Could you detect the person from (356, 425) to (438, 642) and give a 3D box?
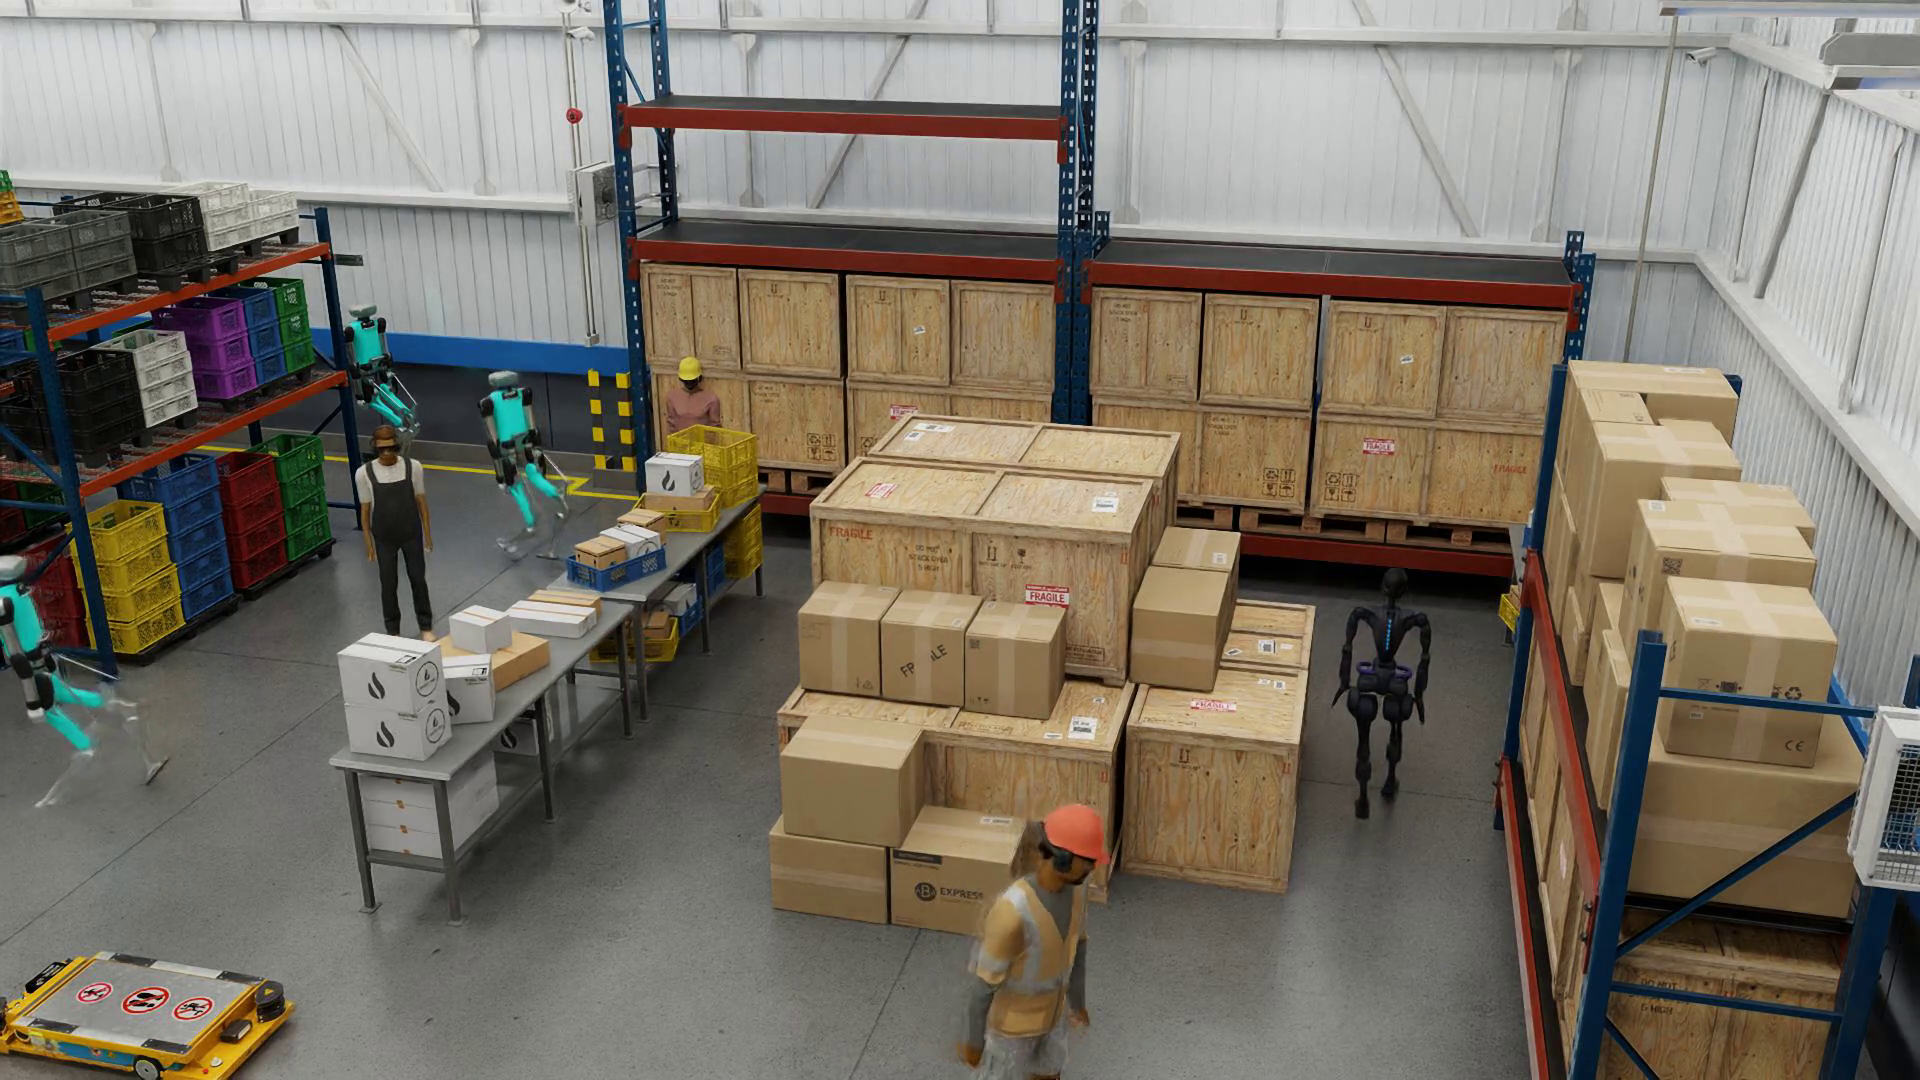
[{"bbox_3d":[-4.359,-0.018,12.910,0.502,1.835,0.340,-10,23,-24],"label":"person"}]

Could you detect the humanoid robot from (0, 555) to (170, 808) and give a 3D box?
[{"bbox_3d":[-5.596,0.902,10.686,0.989,1.773,0.539,-7,22,-17],"label":"humanoid robot"}]

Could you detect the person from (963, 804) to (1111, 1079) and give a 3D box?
[{"bbox_3d":[0.254,2.038,7.308,0.709,1.991,0.686,18,27,39],"label":"person"}]

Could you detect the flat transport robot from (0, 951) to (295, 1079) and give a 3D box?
[{"bbox_3d":[-4.270,2.464,8.601,1.431,0.231,0.659,5,22,13],"label":"flat transport robot"}]

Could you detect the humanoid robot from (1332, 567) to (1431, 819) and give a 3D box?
[{"bbox_3d":[2.688,0.940,10.628,0.585,1.642,0.535,5,21,13],"label":"humanoid robot"}]

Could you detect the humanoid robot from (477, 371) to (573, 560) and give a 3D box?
[{"bbox_3d":[-3.741,-0.581,14.517,0.974,1.726,0.531,15,26,35],"label":"humanoid robot"}]

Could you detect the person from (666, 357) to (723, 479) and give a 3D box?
[{"bbox_3d":[-2.403,-0.811,15.083,0.523,1.761,0.336,4,21,10],"label":"person"}]

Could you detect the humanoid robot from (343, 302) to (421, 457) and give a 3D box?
[{"bbox_3d":[-5.791,-1.547,16.847,0.735,1.679,0.533,11,24,27],"label":"humanoid robot"}]
